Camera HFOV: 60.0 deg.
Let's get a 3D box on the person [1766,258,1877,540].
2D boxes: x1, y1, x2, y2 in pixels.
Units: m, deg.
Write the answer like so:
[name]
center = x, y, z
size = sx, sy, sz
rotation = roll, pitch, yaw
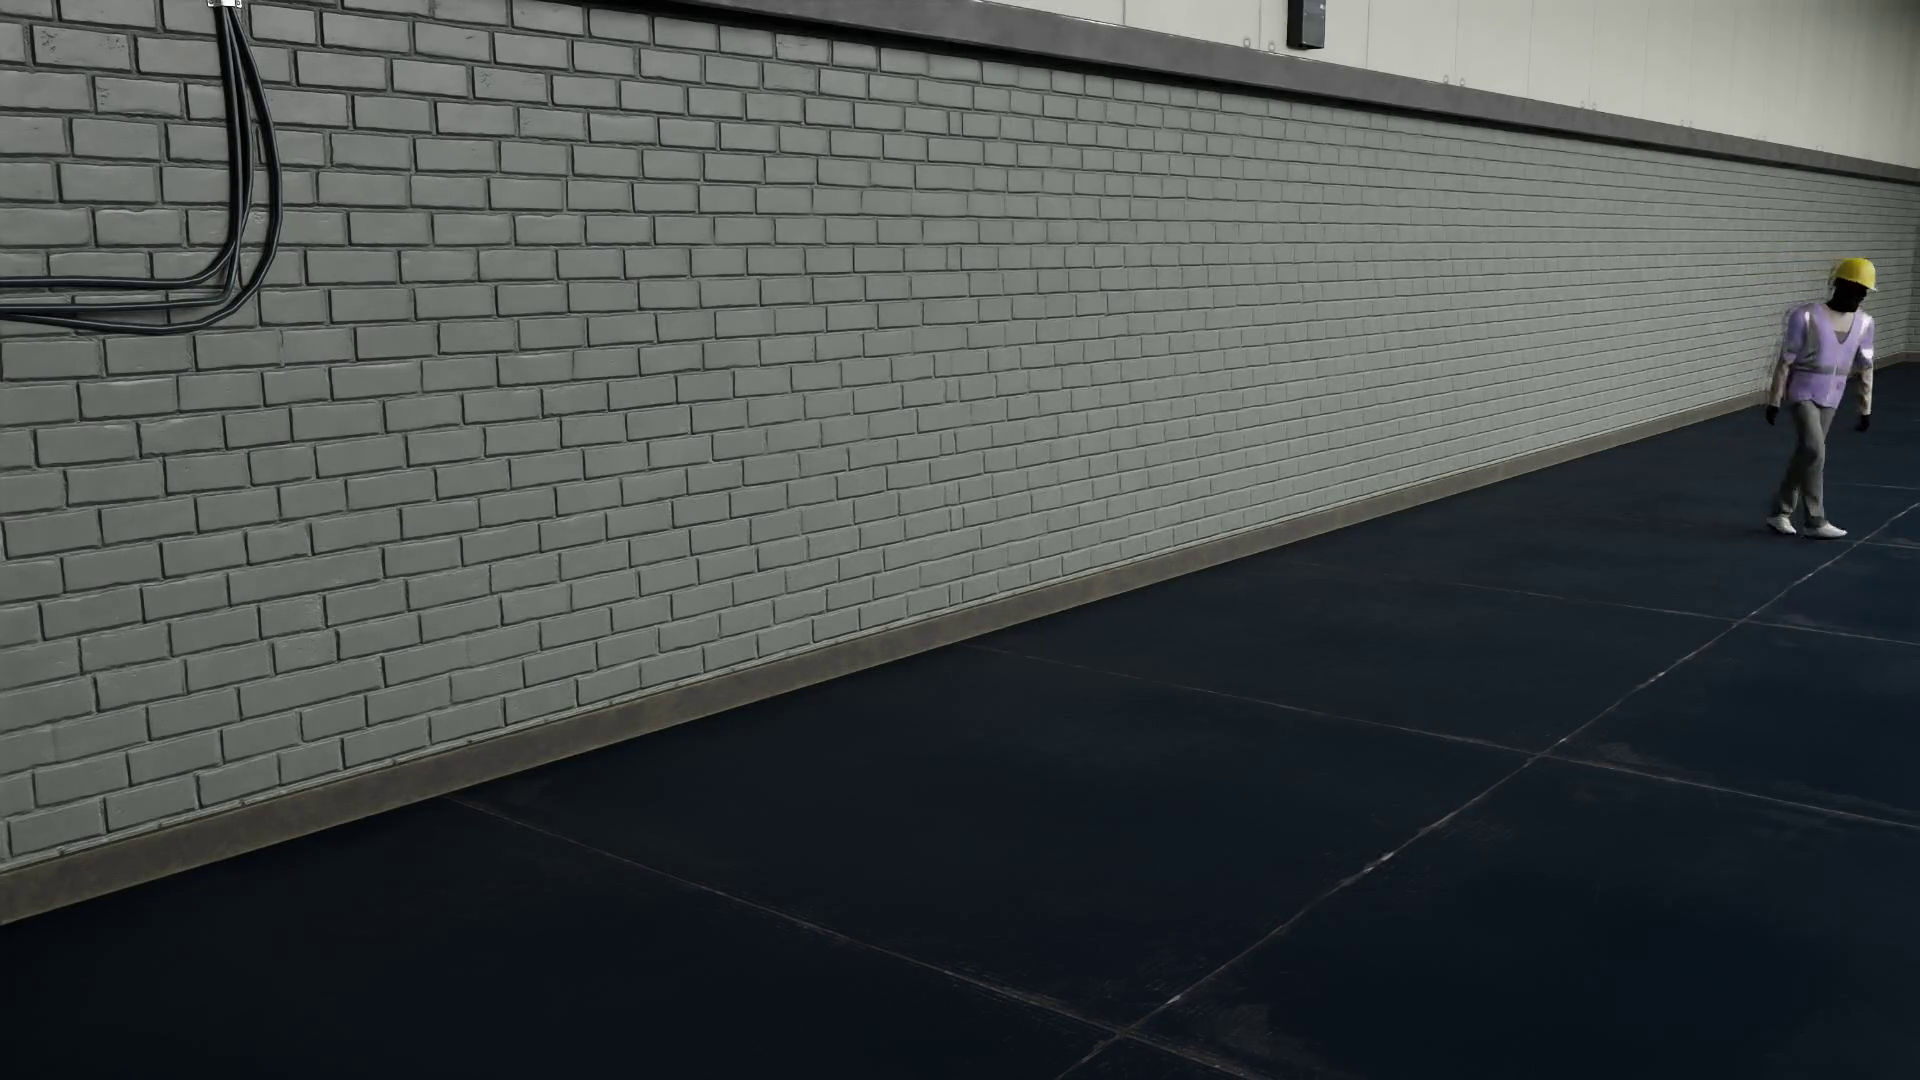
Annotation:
[person]
center = 5.785, -0.930, 11.111
size = 0.613, 1.873, 0.802
rotation = -2, 10, -12
